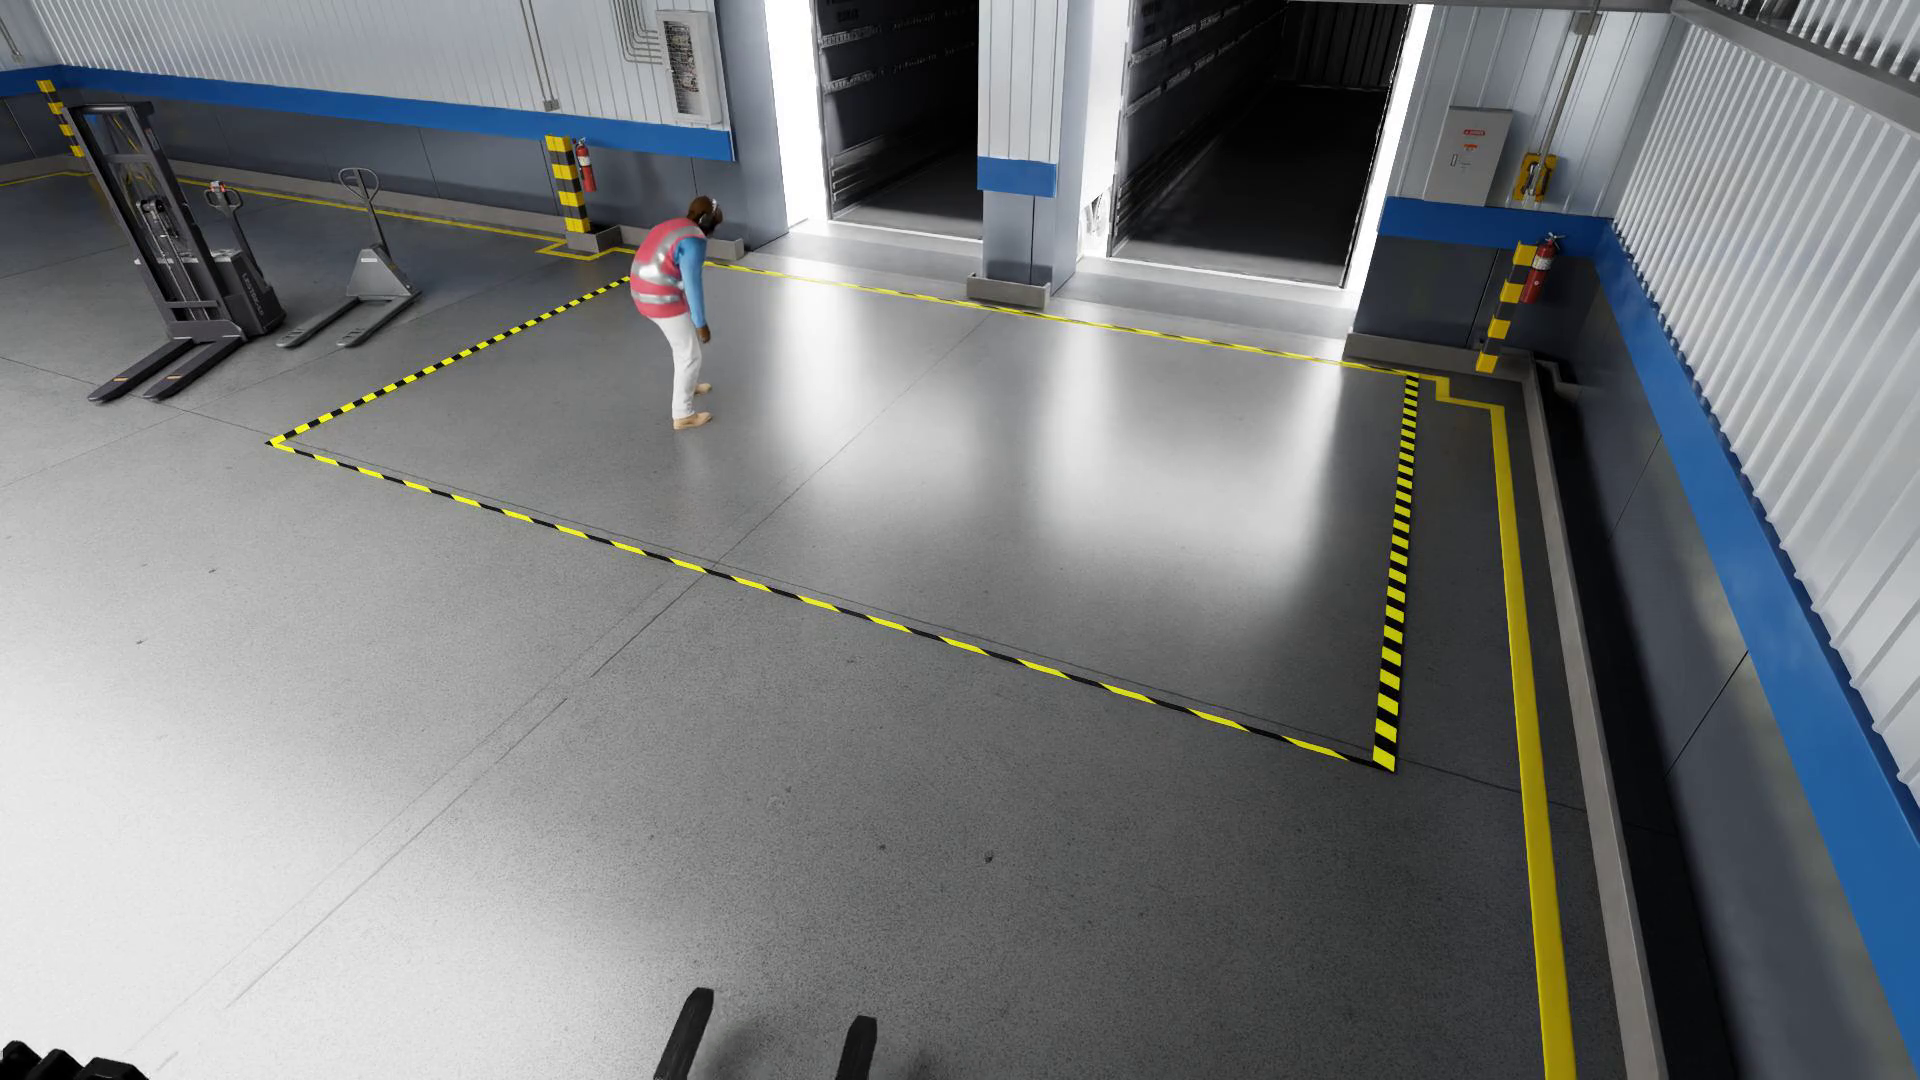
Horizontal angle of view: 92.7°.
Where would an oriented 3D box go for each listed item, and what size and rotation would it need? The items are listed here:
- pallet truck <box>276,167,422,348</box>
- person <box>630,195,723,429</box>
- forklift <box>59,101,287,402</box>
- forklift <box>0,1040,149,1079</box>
[{"bbox_3d":[-5.732,-2.611,8.414,0.680,1.201,1.601,-1,35,-1],"label":"pallet truck"},{"bbox_3d":[-1.988,-1.691,6.828,0.787,1.564,0.756,-26,43,-32],"label":"person"},{"bbox_3d":[-6.686,-2.387,7.434,0.823,1.965,1.885,-3,35,-5],"label":"forklift"},{"bbox_3d":[-1.016,2.124,0.672,1.157,2.036,2.680,6,35,8],"label":"forklift"}]
